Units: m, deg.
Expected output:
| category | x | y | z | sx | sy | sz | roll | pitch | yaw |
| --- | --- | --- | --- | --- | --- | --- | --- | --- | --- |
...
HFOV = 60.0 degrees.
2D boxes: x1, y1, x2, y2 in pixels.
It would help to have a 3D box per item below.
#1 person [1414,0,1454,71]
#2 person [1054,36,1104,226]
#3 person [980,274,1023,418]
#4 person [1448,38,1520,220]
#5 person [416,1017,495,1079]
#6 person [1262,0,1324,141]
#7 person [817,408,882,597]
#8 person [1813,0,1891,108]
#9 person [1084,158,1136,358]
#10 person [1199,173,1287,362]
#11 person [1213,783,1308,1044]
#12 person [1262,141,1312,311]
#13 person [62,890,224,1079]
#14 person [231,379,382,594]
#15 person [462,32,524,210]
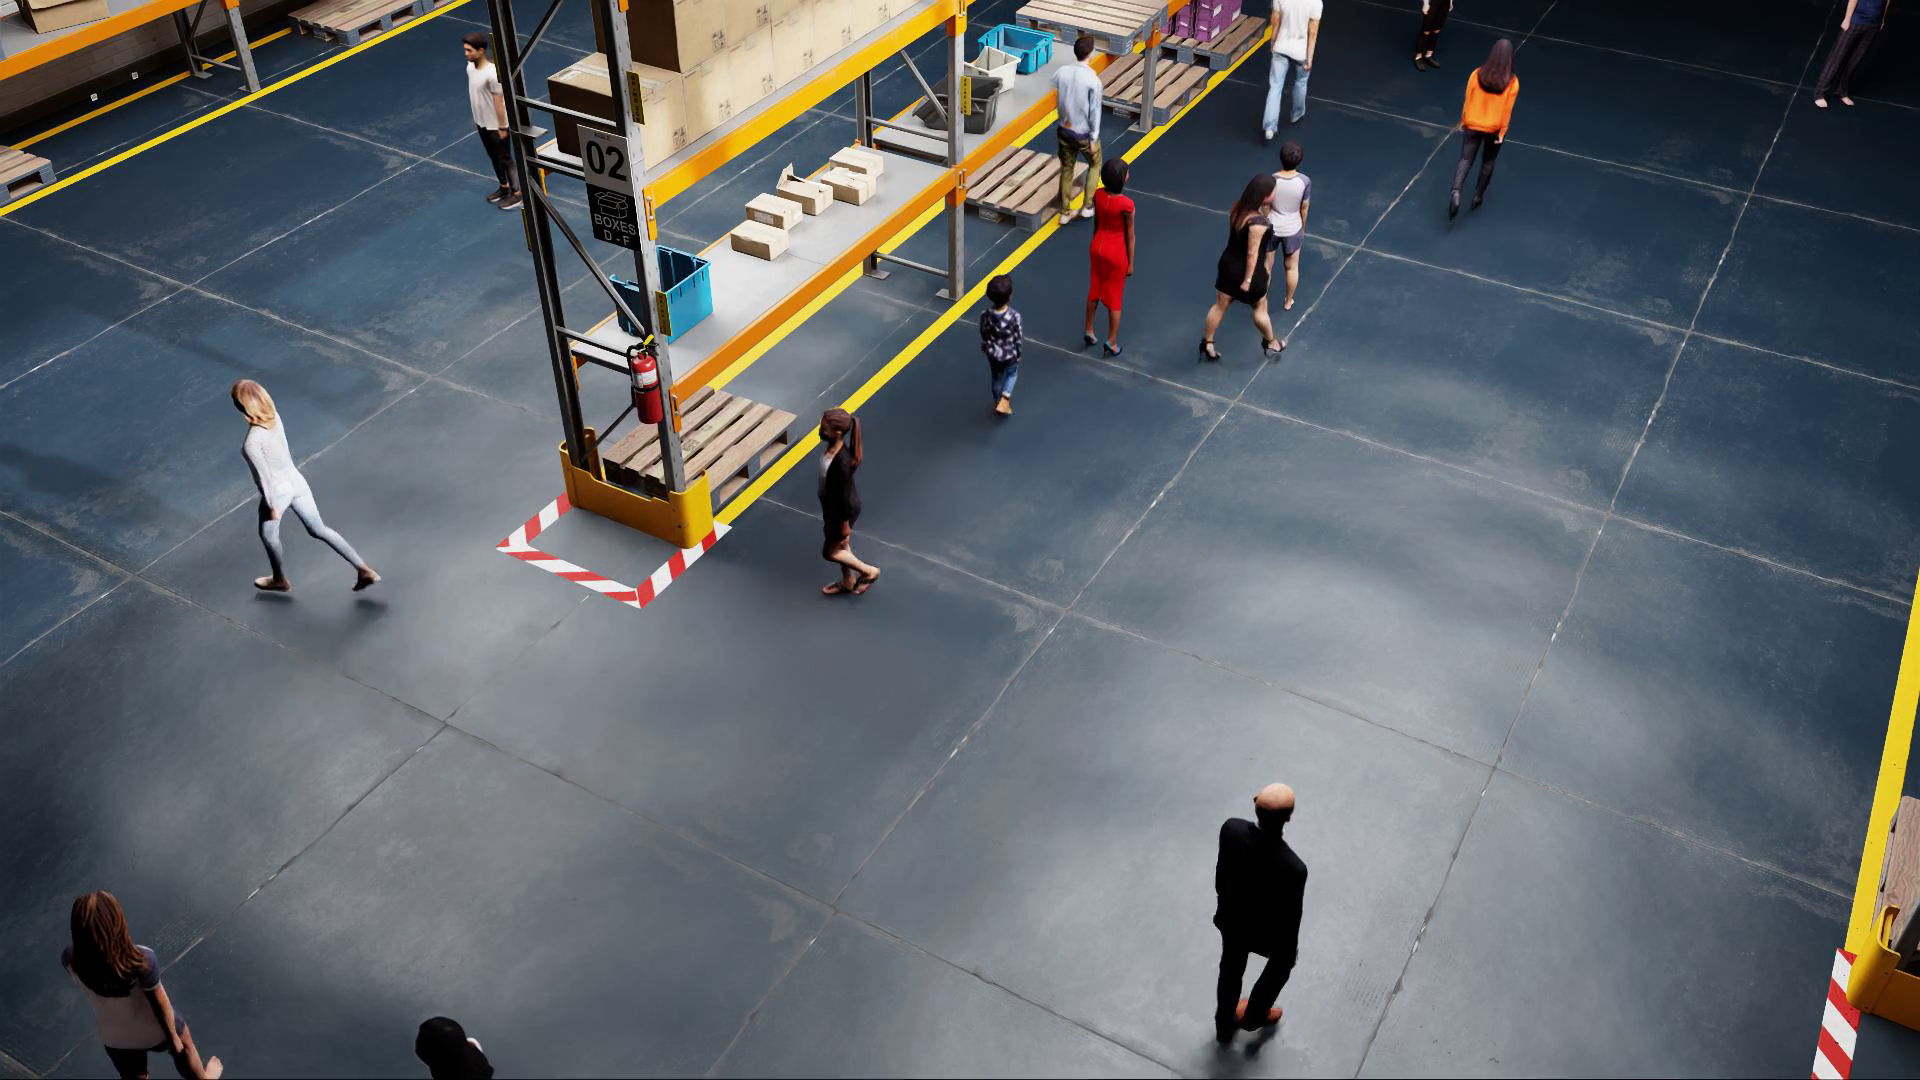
| category | x | y | z | sx | sy | sz | roll | pitch | yaw |
| --- | --- | --- | --- | --- | --- | --- | --- | --- | --- |
| person | 5.315 | -5.997 | 18.514 | 0.583 | 1.484 | 0.677 | -16 | 41 | -19 |
| person | 1.042 | -3.763 | 15.467 | 0.715 | 1.796 | 0.727 | 23 | 44 | 26 |
| person | 0.319 | -1.486 | 13.058 | 0.560 | 1.244 | 0.612 | 11 | 40 | 13 |
| person | 4.883 | -3.805 | 15.573 | 0.628 | 1.729 | 1.030 | 19 | 42 | 22 |
| person | -2.163 | 2.689 | 7.405 | 0.784 | 1.774 | 0.670 | 8 | 39 | 10 |
| person | 3.351 | -4.963 | 16.952 | 0.723 | 1.819 | 1.160 | 18 | 42 | 21 |
| person | -0.734 | -0.238 | 11.253 | 0.768 | 1.547 | 0.709 | -9 | 39 | -11 |
| person | 9.551 | -5.513 | 17.599 | 0.733 | 1.871 | 0.763 | -6 | 39 | -7 |
| person | 1.226 | -2.325 | 13.711 | 0.601 | 1.739 | 0.575 | 29 | 47 | 31 |
| person | 2.212 | -2.173 | 13.571 | 1.085 | 1.678 | 0.994 | -13 | 41 | -16 |
| person | 1.431 | 1.948 | 8.322 | 0.798 | 1.788 | 0.733 | 31 | 48 | 33 |
| person | 2.775 | -2.704 | 14.326 | 0.645 | 1.565 | 0.655 | 3 | 39 | 4 |
| person | -3.926 | 2.376 | 7.860 | 0.943 | 1.696 | 1.169 | 1 | 39 | 1 |
| person | -4.451 | -0.297 | 11.160 | 0.971 | 1.756 | 1.196 | 6 | 39 | 7 |
| person | -4.442 | -4.004 | 15.832 | 0.652 | 1.718 | 0.595 | 29 | 47 | 31 |
